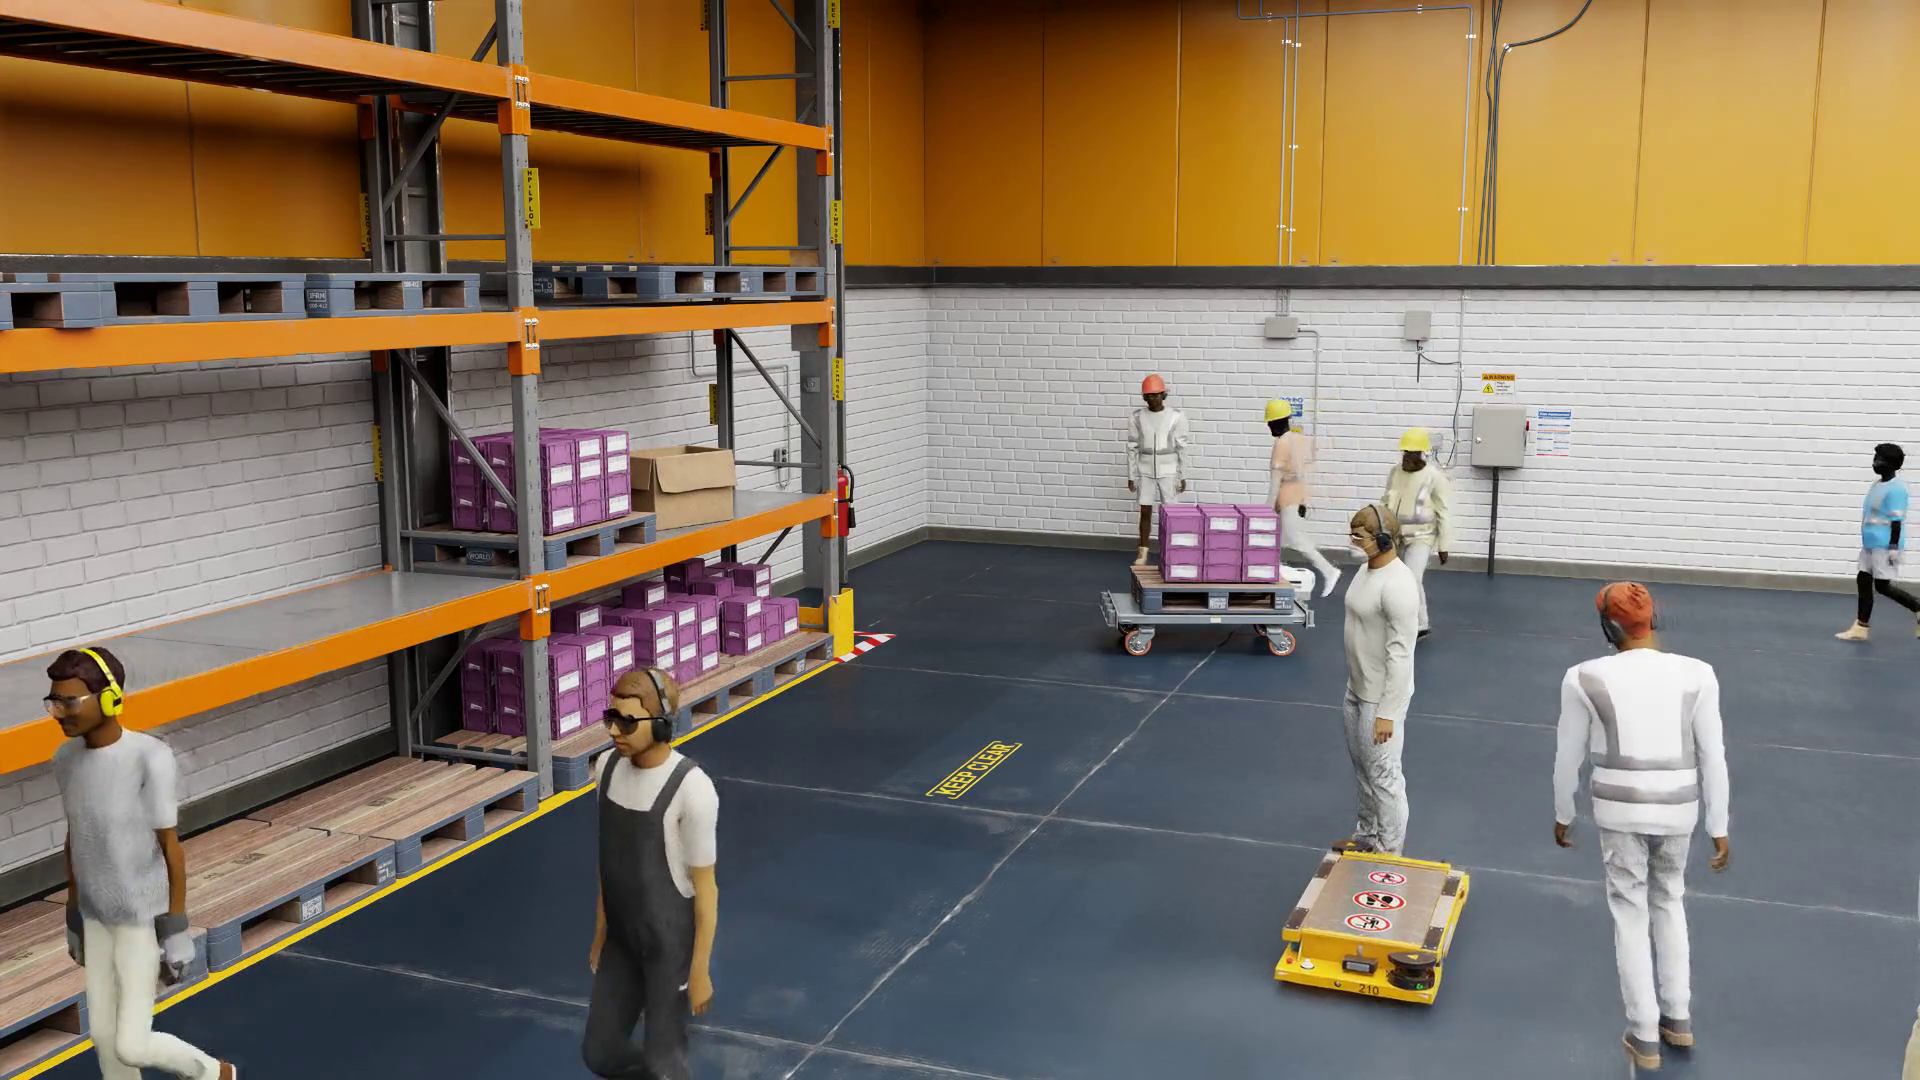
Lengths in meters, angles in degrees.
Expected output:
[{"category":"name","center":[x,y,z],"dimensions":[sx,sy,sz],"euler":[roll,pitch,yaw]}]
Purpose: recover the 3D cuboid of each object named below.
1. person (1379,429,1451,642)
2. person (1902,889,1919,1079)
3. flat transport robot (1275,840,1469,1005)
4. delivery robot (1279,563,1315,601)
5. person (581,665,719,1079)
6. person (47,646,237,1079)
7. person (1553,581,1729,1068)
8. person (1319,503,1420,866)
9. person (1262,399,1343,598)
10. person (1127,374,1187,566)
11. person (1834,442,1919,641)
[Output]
[{"category":"person","center":[3.596,-0.004,13.518],"dimensions":[0.880,1.794,0.613],"euler":[-6,11,-31]},{"category":"person","center":[3.476,1.329,5.647],"dimensions":[0.507,1.631,0.270],"euler":[-2,9,-13]},{"category":"flat transport robot","center":[1.908,1.702,7.571],"dimensions":[0.652,0.197,1.431],"euler":[4,10,22]},{"category":"delivery robot","center":[2.767,0.375,14.716],"dimensions":[0.707,0.478,0.477],"euler":[-1,9,-4]},{"category":"person","center":[-0.967,1.284,5.294],"dimensions":[0.531,1.836,0.453],"euler":[7,11,37]},{"category":"person","center":[-2.731,1.243,5.492],"dimensions":[0.547,1.850,0.474],"euler":[3,10,21]},{"category":"person","center":[2.639,1.092,6.470],"dimensions":[0.608,1.841,0.537],"euler":[2,9,10]},{"category":"person","center":[2.033,0.777,8.173],"dimensions":[0.373,1.936,0.629],"euler":[-1,9,-4]},{"category":"person","center":[3.163,-0.392,15.688],"dimensions":[0.876,1.884,0.595],"euler":[3,10,19]},{"category":"person","center":[2.029,-0.689,17.125],"dimensions":[0.635,2.030,0.472],"euler":[3,9,17]},{"category":"person","center":[7.650,0.034,13.651],"dimensions":[0.661,1.678,0.540],"euler":[2,9,10]}]
